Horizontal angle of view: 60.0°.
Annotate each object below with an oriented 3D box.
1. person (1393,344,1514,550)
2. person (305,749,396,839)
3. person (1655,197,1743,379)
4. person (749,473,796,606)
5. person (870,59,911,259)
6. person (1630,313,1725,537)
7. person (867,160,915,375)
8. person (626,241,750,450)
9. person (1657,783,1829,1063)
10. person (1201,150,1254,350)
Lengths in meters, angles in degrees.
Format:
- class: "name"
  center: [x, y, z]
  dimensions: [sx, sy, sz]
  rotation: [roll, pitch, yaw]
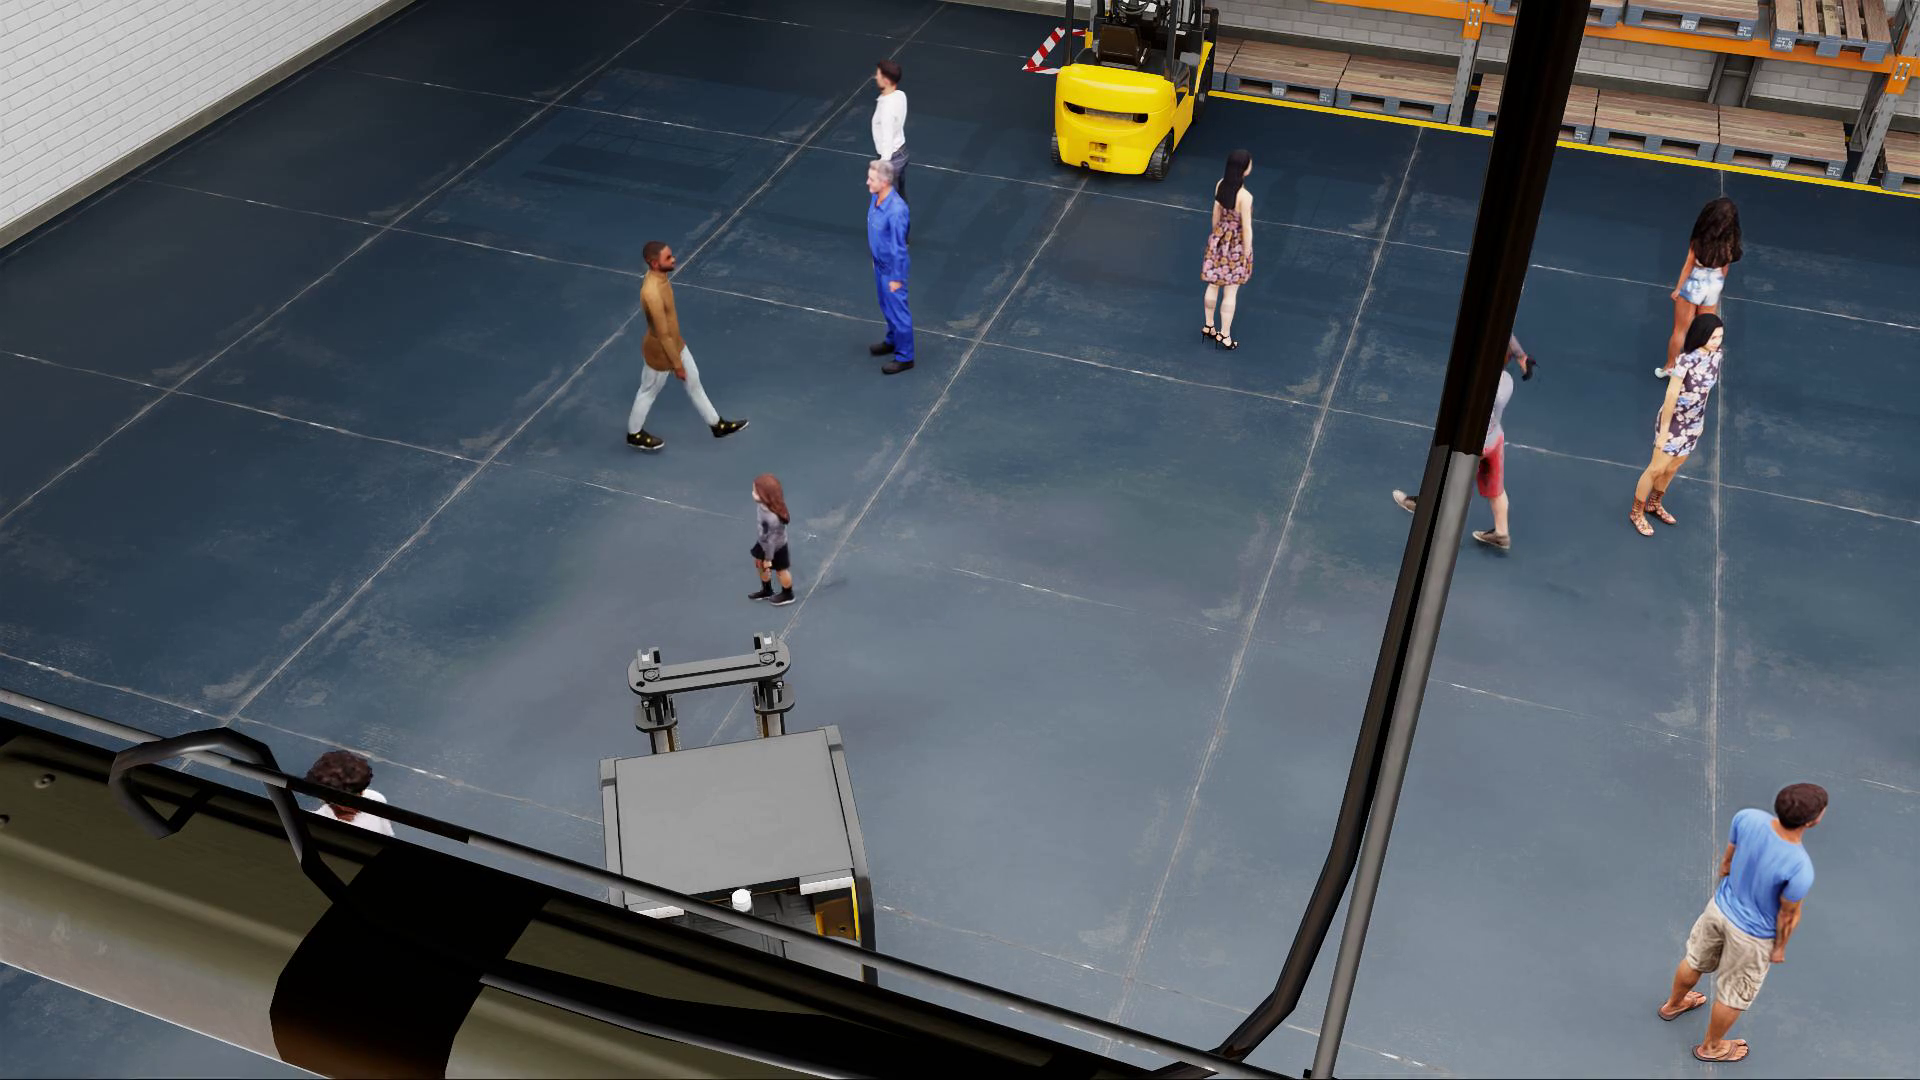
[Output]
- class: "person"
  center: [3.726, -0.632, 11.679]
  dimensions: [1.228, 1.604, 0.914]
  rotation: [30, 47, 32]
- class: "person"
  center: [-3.128, 1.751, 8.548]
  dimensions: [0.919, 1.786, 1.112]
  rotation: [-31, 48, -33]
- class: "person"
  center: [5.938, -1.992, 13.365]
  dimensions: [0.636, 1.623, 0.725]
  rotation: [-5, 39, -7]
- class: "person"
  center: [-1.223, -0.004, 11.299]
  dimensions: [0.661, 1.096, 0.604]
  rotation: [-12, 40, -15]
- class: "person"
  center: [-0.603, -3.417, 14.955]
  dimensions: [0.598, 1.868, 0.626]
  rotation: [10, 40, 12]
- class: "person"
  center: [5.118, -0.832, 11.825]
  dimensions: [0.678, 1.733, 0.716]
  rotation: [-20, 43, -23]
- class: "person"
  center: [-0.552, -2.244, 13.520]
  dimensions: [0.817, 1.825, 0.780]
  rotation: [-14, 41, -16]
- class: "person"
  center: [-2.326, -1.414, 12.530]
  dimensions: [1.269, 1.764, 0.912]
  rotation: [1, 39, 1]
- class: "person"
  center: [3.928, 1.888, 8.315]
  dimensions: [0.770, 1.864, 0.727]
  rotation: [-13, 40, -16]
- class: "person"
  center: [2.230, -2.401, 13.758]
  dimensions: [0.863, 1.773, 0.790]
  rotation: [-23, 44, -26]
